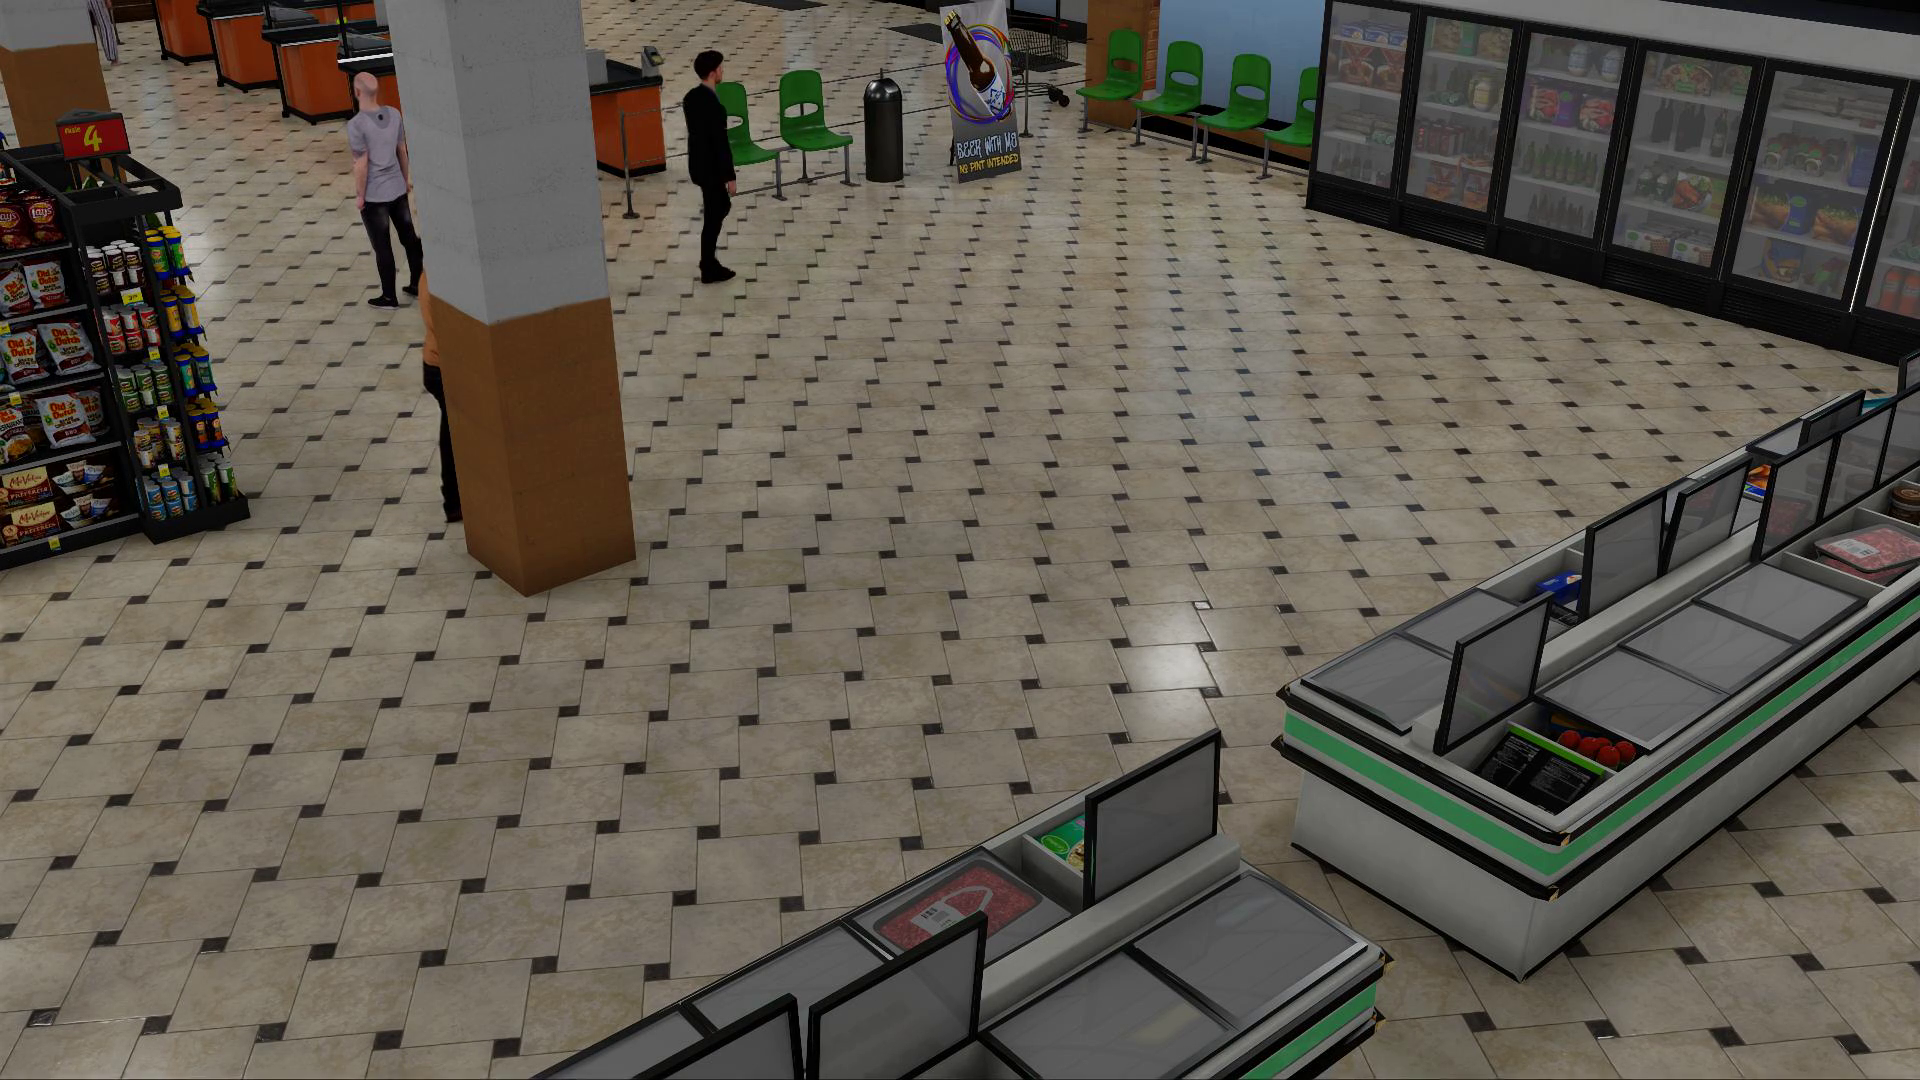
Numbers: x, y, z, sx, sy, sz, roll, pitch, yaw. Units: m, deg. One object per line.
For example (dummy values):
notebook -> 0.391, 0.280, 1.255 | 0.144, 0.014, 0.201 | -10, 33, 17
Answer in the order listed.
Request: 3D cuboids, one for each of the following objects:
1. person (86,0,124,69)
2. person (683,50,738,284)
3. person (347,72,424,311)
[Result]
person -> -11.319, -7.014, 21.628 | 0.721, 1.680, 0.839 | -6, 27, -11
person -> -2.102, -2.990, 13.473 | 0.691, 1.877, 0.770 | -15, 30, -26
person -> -4.520, -2.737, 13.018 | 0.789, 1.838, 0.633 | 16, 31, 28
